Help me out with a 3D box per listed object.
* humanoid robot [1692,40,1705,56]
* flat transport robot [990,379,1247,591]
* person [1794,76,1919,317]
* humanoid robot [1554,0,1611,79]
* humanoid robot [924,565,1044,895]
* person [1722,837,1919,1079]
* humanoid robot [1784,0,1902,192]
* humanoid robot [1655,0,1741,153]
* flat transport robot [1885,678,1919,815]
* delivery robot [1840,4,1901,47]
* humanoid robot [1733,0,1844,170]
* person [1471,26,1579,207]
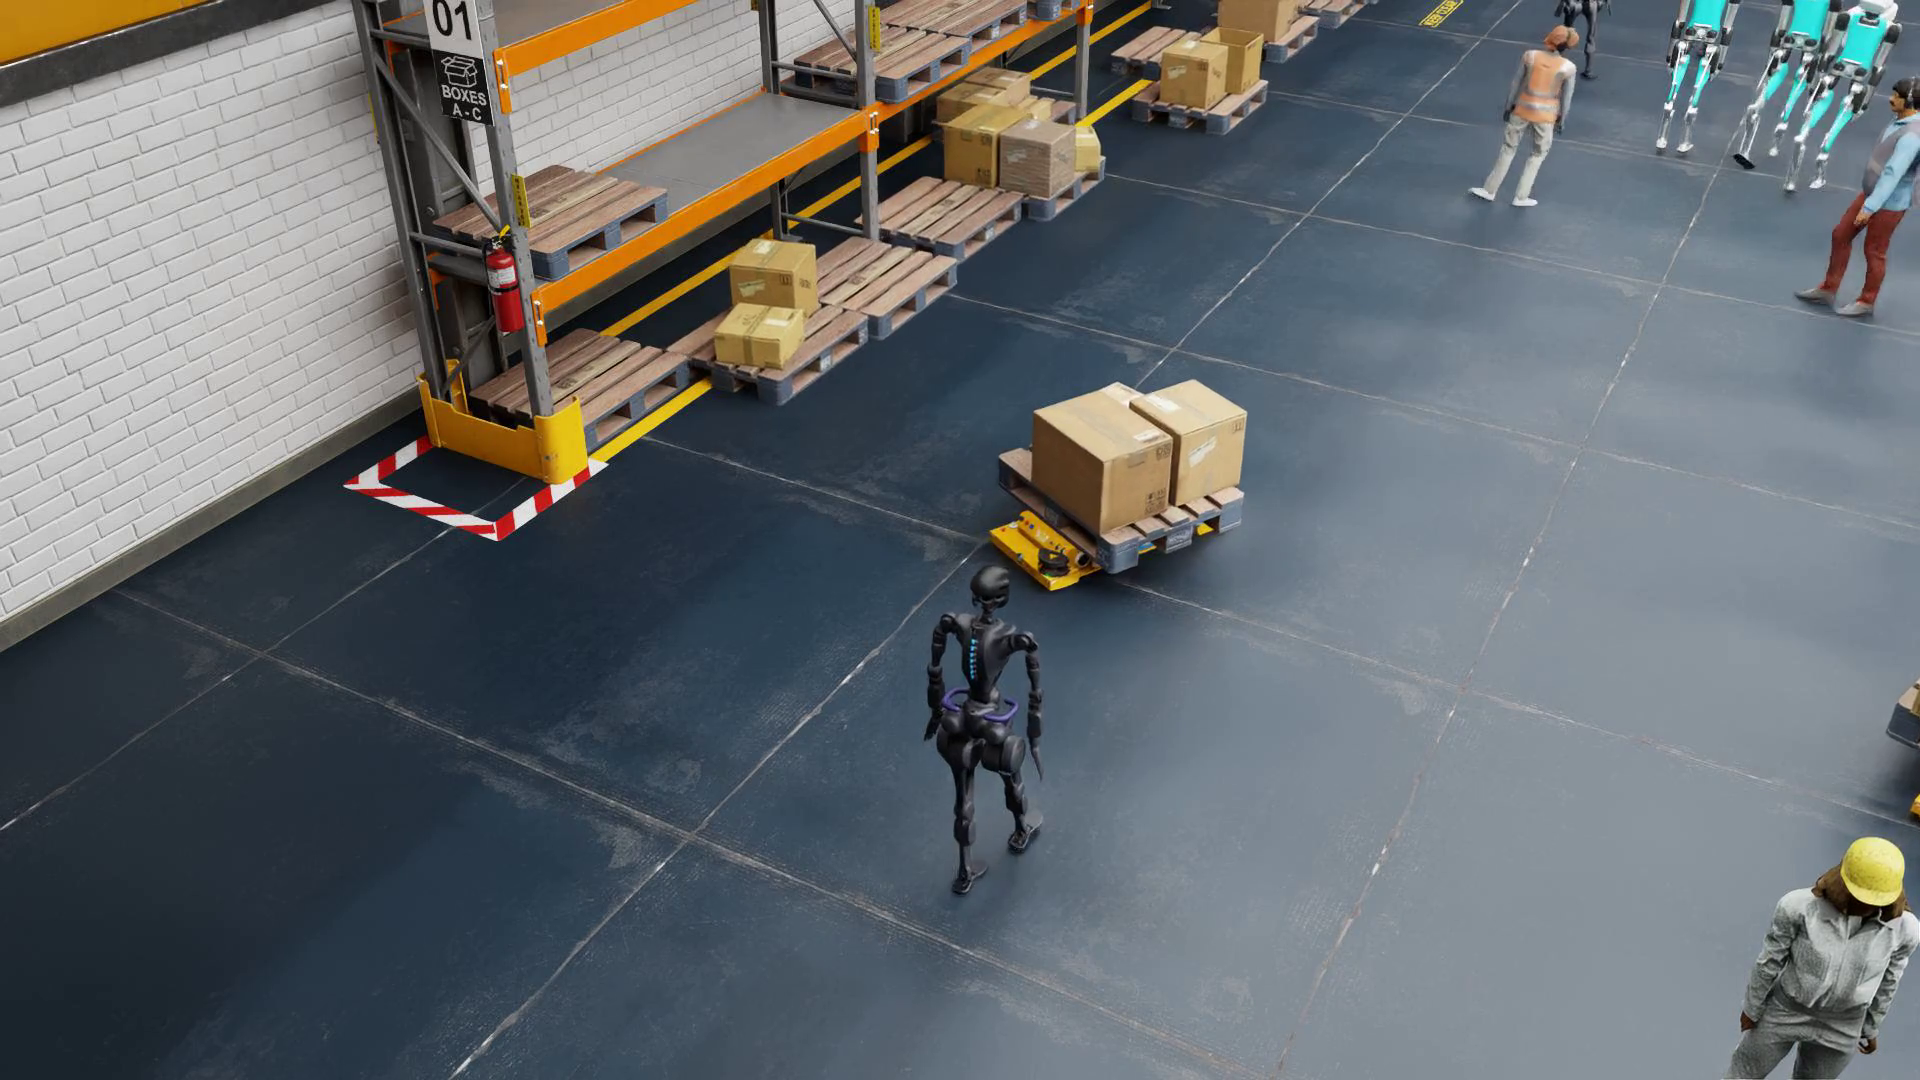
[{"bbox_3d":[8.220,-6.160,18.210,0.613,1.629,0.726,21,39,29],"label":"humanoid robot"},{"bbox_3d":[0.956,-0.122,10.332,1.431,0.231,0.659,-20,38,-27],"label":"flat transport robot"},{"bbox_3d":[6.903,-2.569,12.593,0.613,1.860,0.576,5,34,8],"label":"person"},{"bbox_3d":[6.628,-5.765,17.634,0.609,1.628,0.769,-5,34,-7],"label":"humanoid robot"},{"bbox_3d":[0.121,0.840,7.622,0.613,1.635,0.657,14,36,20],"label":"humanoid robot"},{"bbox_3d":[3.150,1.764,6.141,0.493,1.742,0.300,8,34,11],"label":"person"},{"bbox_3d":[7.683,-3.840,14.660,0.578,1.781,0.905,29,43,36],"label":"humanoid robot"},{"bbox_3d":[6.813,-4.451,15.461,0.532,1.689,0.723,17,37,24],"label":"humanoid robot"},{"bbox_3d":[5.450,1.138,8.426,1.431,0.231,0.659,-28,43,-35],"label":"flat transport robot"},{"bbox_3d":[10.257,-5.843,18.739,0.778,0.607,0.515,-28,42,-35],"label":"delivery robot"},{"bbox_3d":[7.570,-4.277,15.327,0.561,1.763,1.010,26,42,34],"label":"humanoid robot"},{"bbox_3d":[4.957,-3.711,14.547,0.712,1.604,0.319,20,39,28],"label":"person"}]
